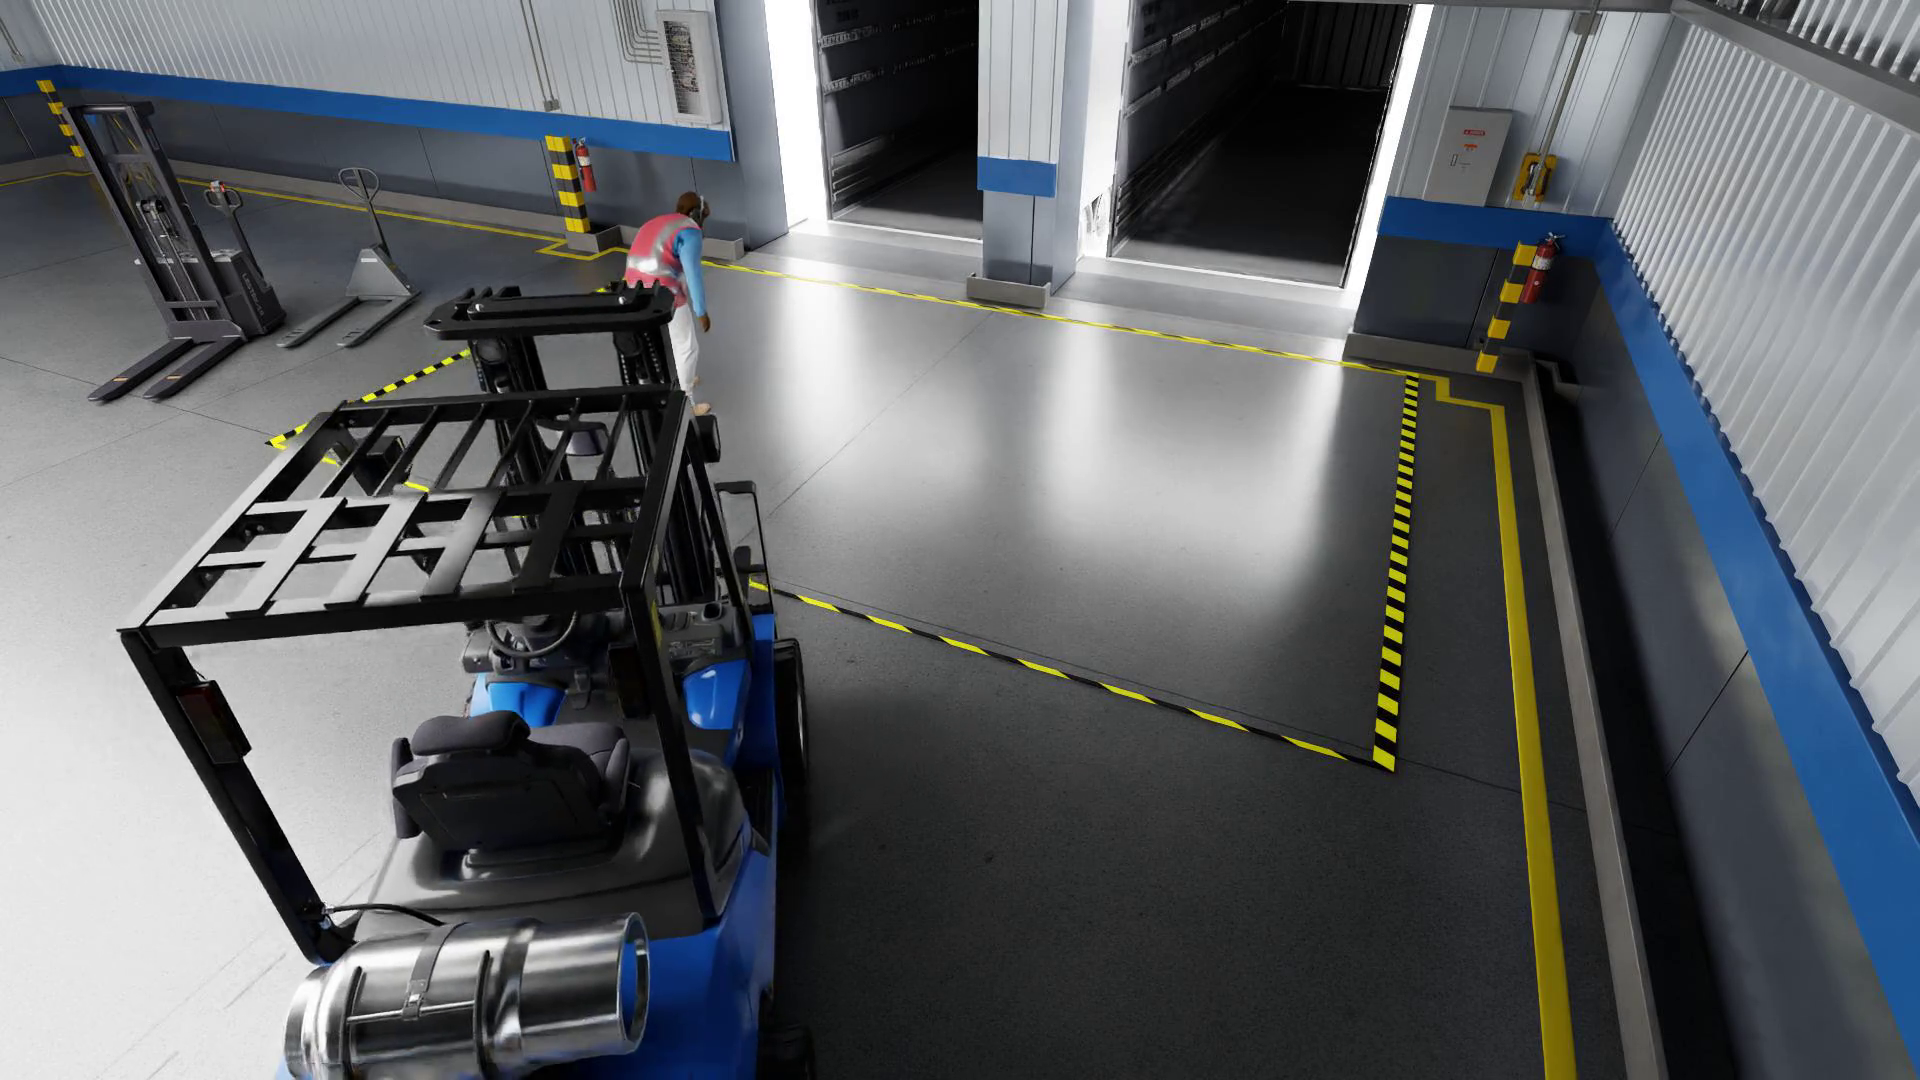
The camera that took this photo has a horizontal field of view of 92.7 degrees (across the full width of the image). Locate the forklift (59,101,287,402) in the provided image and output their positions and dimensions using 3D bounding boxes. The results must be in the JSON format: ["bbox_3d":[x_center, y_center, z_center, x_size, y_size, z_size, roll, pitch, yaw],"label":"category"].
[{"bbox_3d":[-6.686,-2.387,7.434,0.823,1.965,1.885,-3,35,-5],"label":"forklift"}]

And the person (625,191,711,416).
[{"bbox_3d":[-2.071,-1.776,6.968,0.758,1.545,0.810,24,42,31],"label":"person"}]

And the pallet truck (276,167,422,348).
[{"bbox_3d":[-5.732,-2.611,8.414,0.680,1.201,1.601,-1,35,-1],"label":"pallet truck"}]

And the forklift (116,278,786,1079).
[{"bbox_3d":[-1.238,0.581,2.878,1.157,2.036,2.680,-5,35,-7],"label":"forklift"}]
